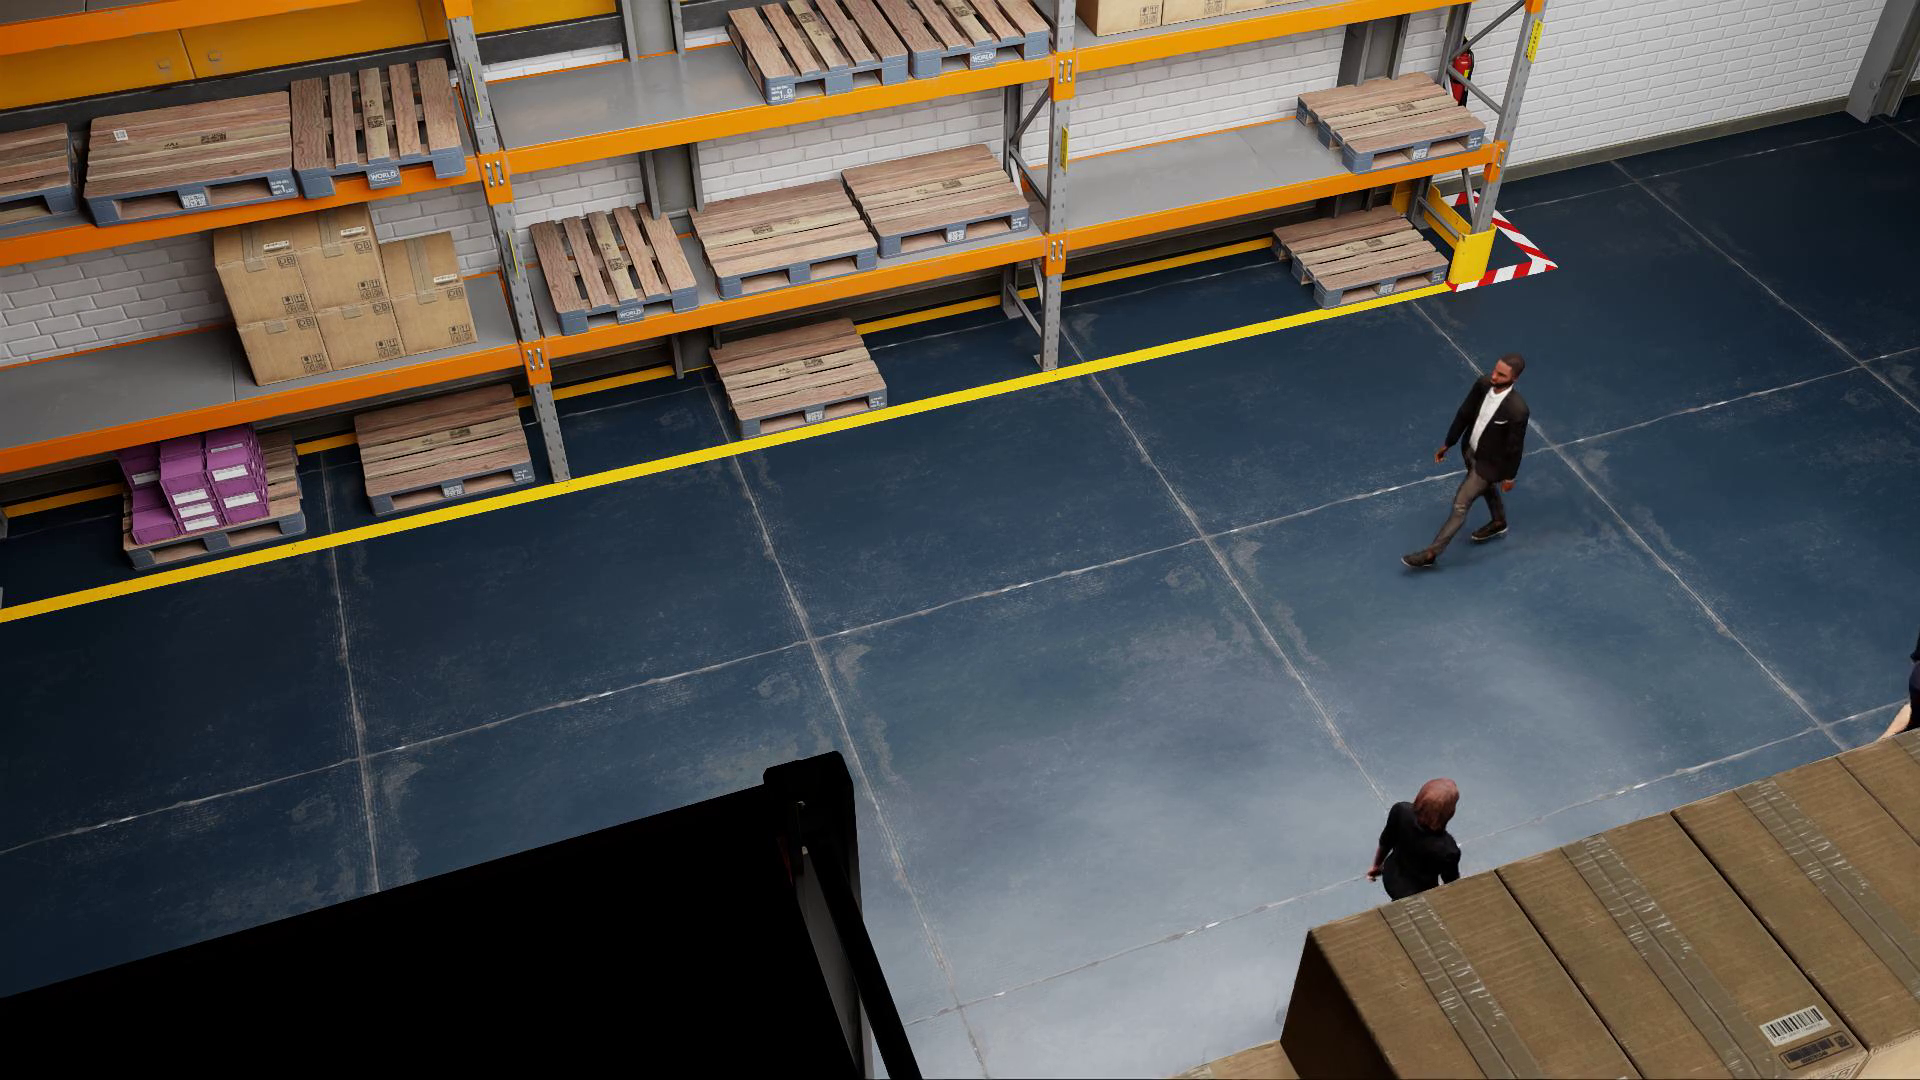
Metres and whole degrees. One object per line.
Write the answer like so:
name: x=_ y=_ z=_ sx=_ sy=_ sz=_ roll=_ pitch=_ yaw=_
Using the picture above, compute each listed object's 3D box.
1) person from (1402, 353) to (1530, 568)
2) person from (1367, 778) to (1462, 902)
person: x=3.688 y=-0.577 z=11.489 sx=1.159 sy=1.752 sz=0.649 roll=-14 pitch=45 yaw=-14
person: x=2.330 y=1.919 z=8.927 sx=1.034 sy=1.672 sz=0.702 roll=-20 pitch=47 yaw=-20
